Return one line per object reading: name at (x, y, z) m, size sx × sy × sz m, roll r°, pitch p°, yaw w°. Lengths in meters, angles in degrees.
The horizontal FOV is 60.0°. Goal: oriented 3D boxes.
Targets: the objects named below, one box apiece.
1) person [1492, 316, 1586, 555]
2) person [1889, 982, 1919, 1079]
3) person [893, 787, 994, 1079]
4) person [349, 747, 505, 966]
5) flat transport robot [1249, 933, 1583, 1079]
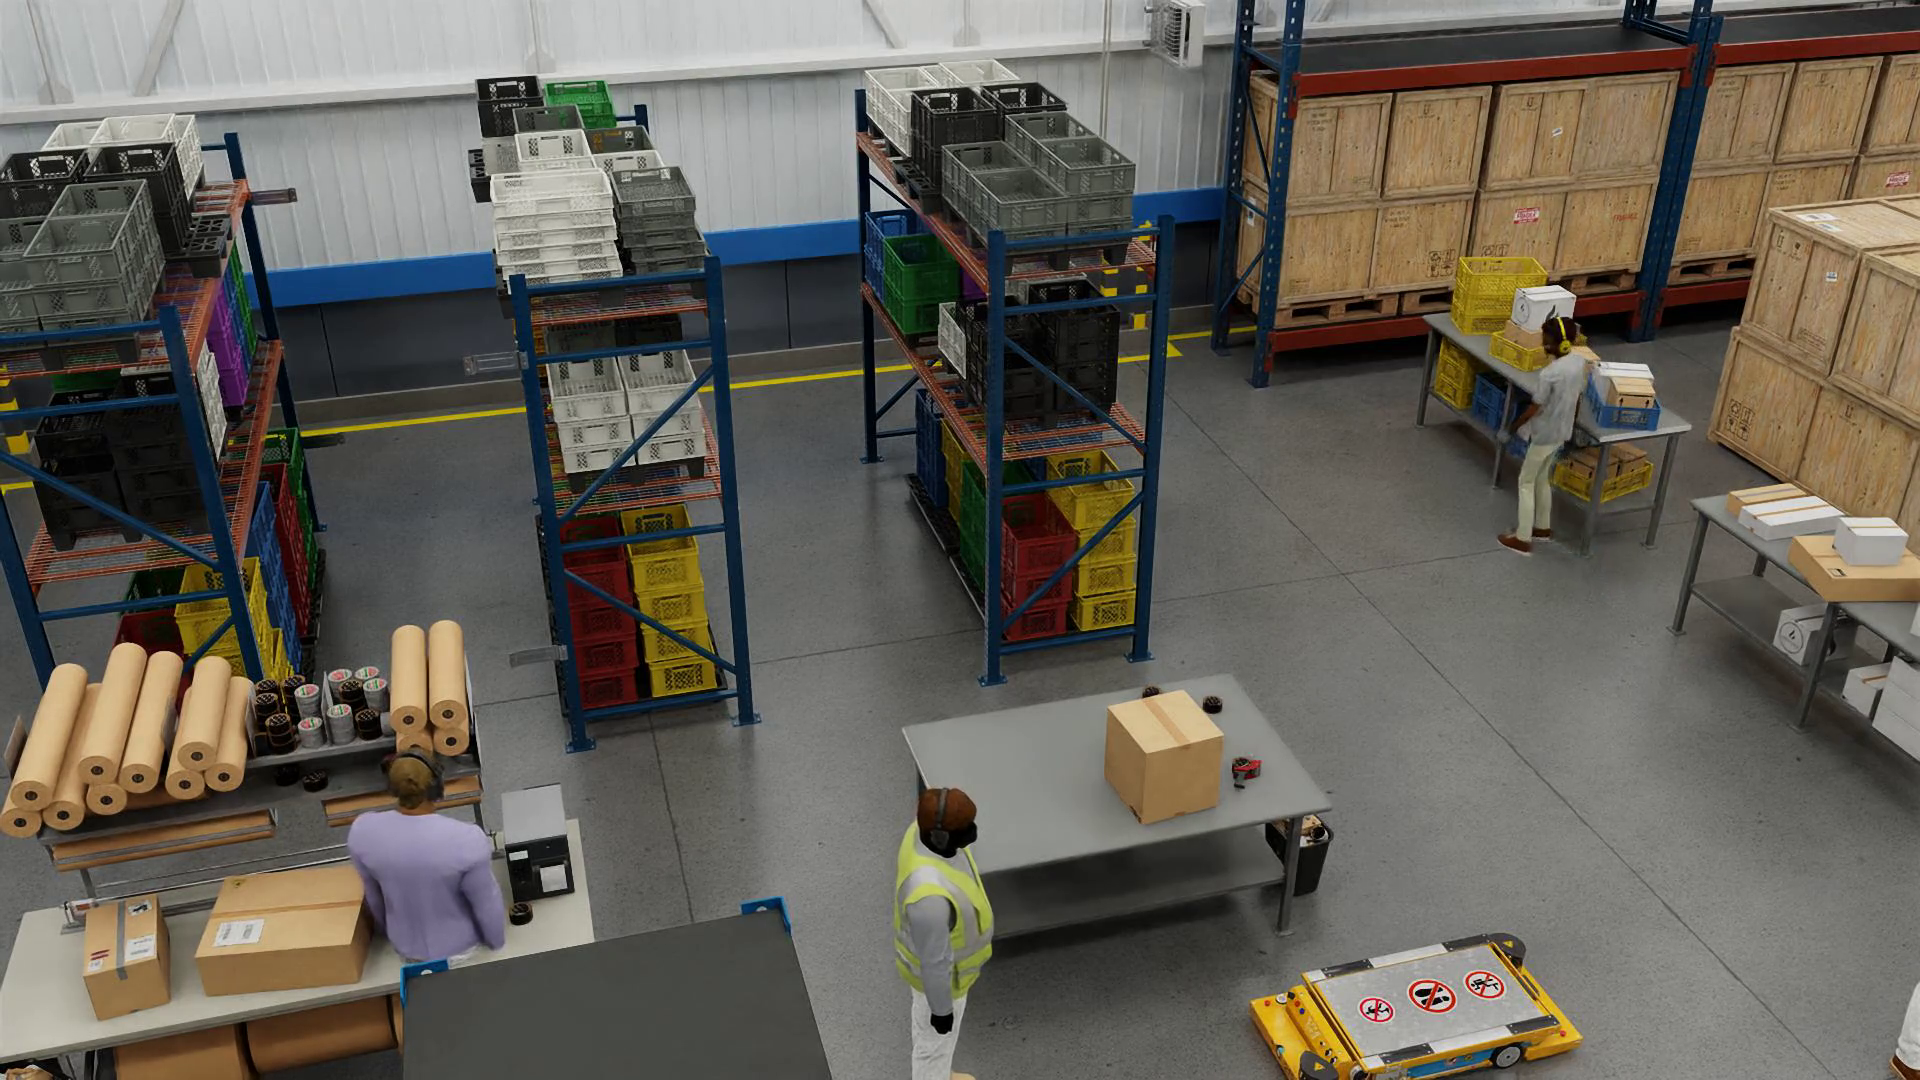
person at (4.114, -0.758, 11.896) m, size 0.540 × 1.839 × 0.497 m, roll -24°, pitch 37°, yaw -37°
person at (4.589, 1.684, 7.405) m, size 0.574 × 1.886 × 0.356 m, roll -15°, pitch 32°, yaw -26°
person at (-0.067, 1.827, 7.190) m, size 0.429 × 1.841 × 0.633 m, roll 0°, pitch 29°, yaw 0°
person at (-2.272, 1.737, 7.270) m, size 0.625 × 1.931 × 0.372 m, roll 4°, pitch 29°, yaw 8°
flat transport robot at (2.184, 2.282, 7.980) m, size 1.431 × 0.197 × 0.652 m, roll -8°, pitch 30°, yaw -14°
